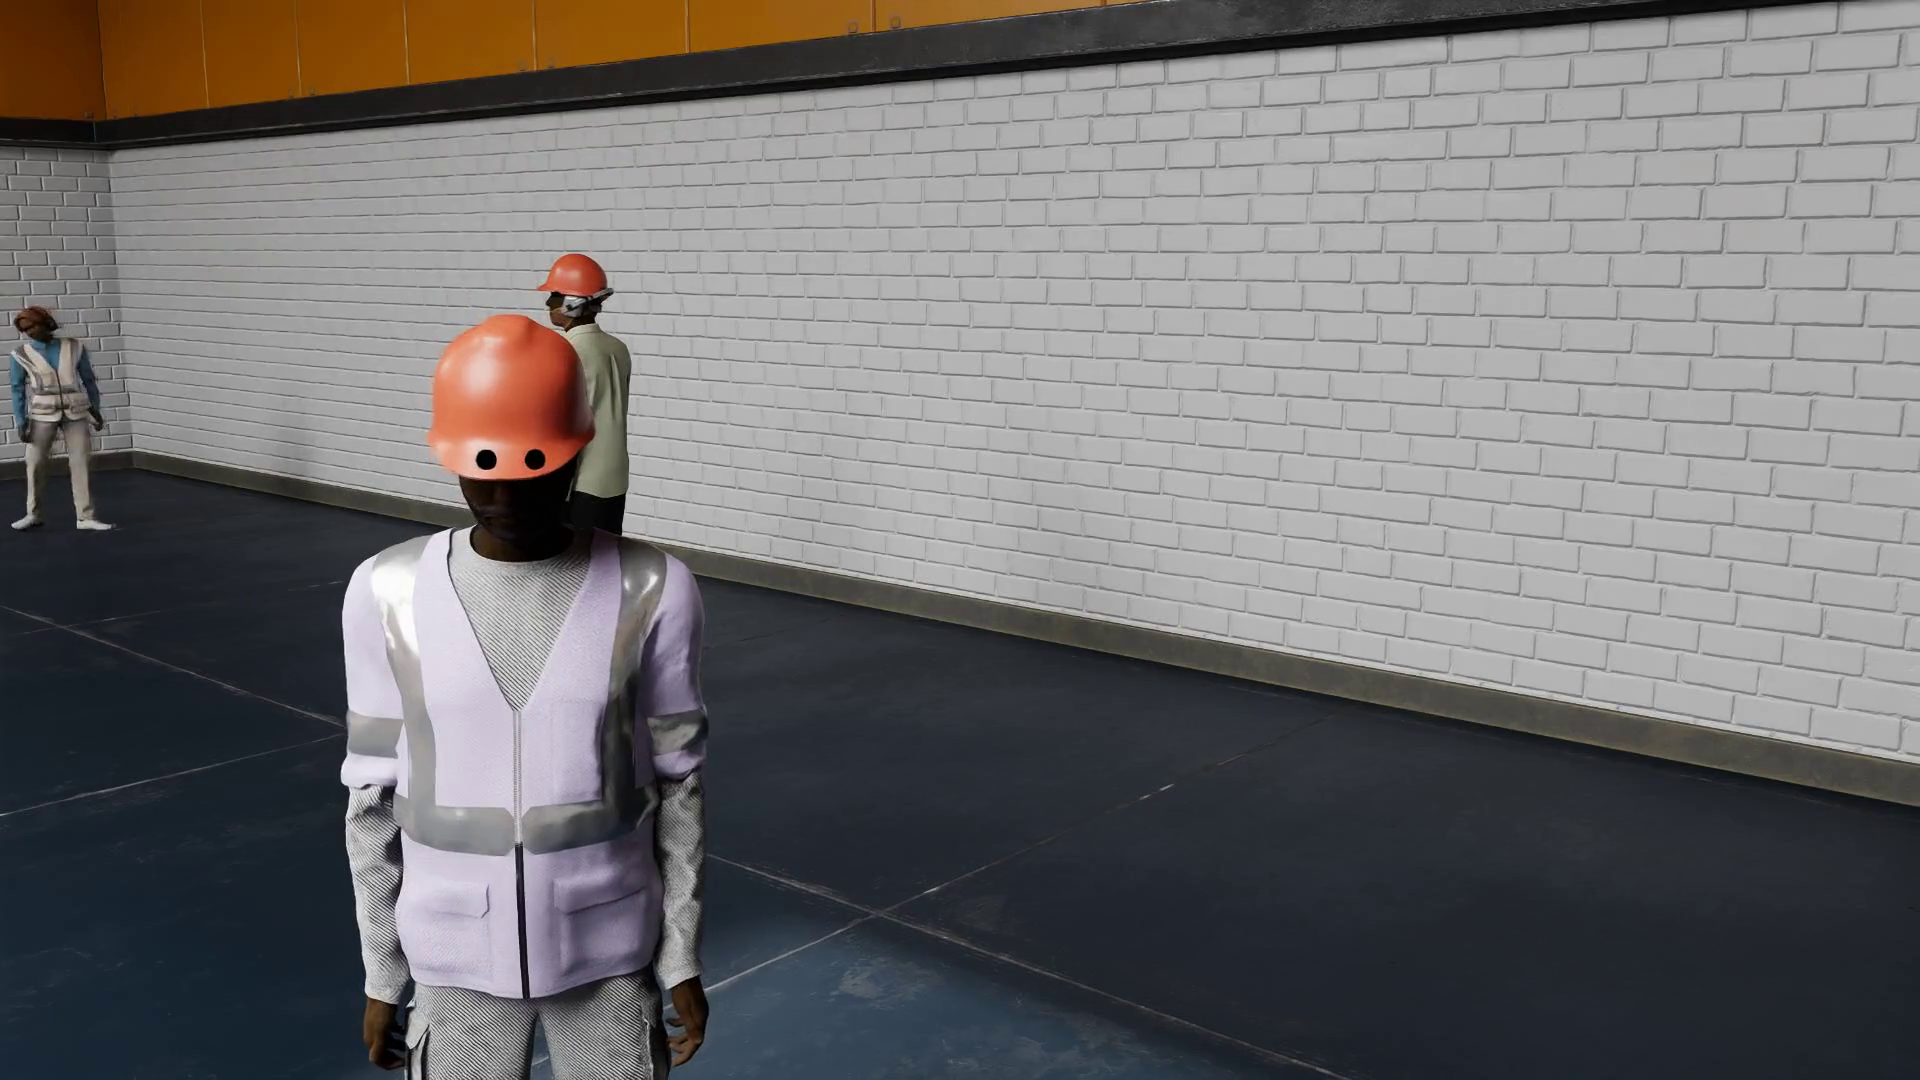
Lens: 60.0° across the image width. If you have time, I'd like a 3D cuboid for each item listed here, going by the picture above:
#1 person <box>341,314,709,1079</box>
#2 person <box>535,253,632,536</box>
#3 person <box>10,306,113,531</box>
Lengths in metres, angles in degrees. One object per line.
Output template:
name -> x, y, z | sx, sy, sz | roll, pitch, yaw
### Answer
person -> -0.649, 0.626, 2.541 | 0.543, 1.928, 0.370 | -2, 10, -10
person -> -1.635, -0.241, 7.276 | 0.374, 1.997, 0.611 | 2, 10, 13
person -> -6.458, -0.851, 11.835 | 0.636, 1.614, 0.387 | -8, 13, -37
